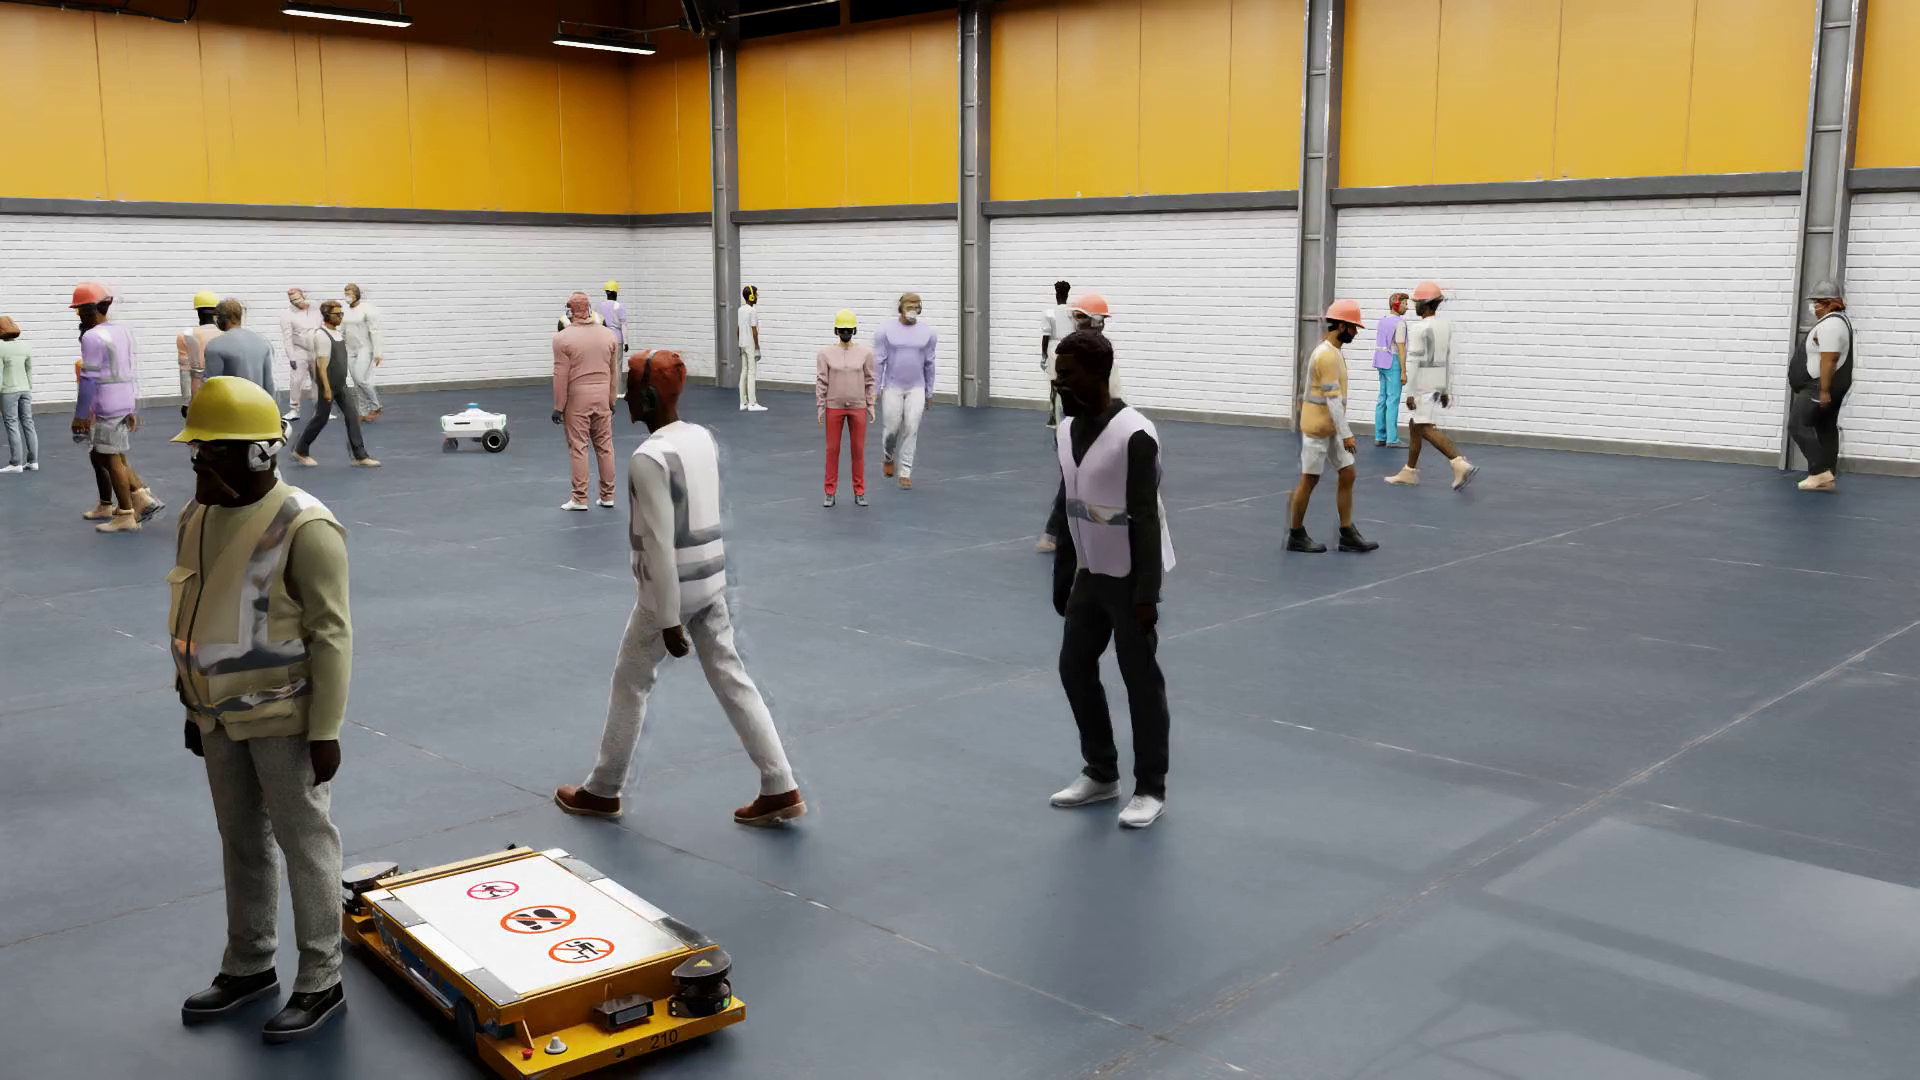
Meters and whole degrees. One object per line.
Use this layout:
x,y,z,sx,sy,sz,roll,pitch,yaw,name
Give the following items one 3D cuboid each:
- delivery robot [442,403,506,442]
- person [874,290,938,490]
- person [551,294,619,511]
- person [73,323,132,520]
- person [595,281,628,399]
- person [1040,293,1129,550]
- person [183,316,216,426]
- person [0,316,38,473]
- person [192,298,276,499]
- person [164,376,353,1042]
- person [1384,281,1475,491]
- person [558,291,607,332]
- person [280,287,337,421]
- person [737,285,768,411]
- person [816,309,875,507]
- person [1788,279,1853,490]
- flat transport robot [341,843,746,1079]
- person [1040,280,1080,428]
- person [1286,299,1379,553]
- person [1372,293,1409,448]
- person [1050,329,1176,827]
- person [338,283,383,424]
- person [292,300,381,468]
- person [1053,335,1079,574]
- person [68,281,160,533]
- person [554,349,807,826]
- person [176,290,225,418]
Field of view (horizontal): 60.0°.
-5.637,-1.342,19.295,0.707,0.478,0.477,-2,9,-11,delivery robot
-0.550,-1.460,16.150,0.661,1.915,0.616,-2,9,-13,person
-3.308,-1.203,14.625,0.636,1.902,0.404,-9,13,-43,person
-7.266,-1.017,14.092,0.319,1.701,0.576,2,9,13,person
-5.690,-3.275,27.242,0.587,1.927,0.367,3,10,20,person
0.984,-0.886,12.565,0.991,1.948,0.622,-5,10,-27,person
-9.555,-2.157,21.377,0.847,1.593,0.531,-5,10,-27,person
-9.887,-1.516,17.358,0.286,1.632,0.498,2,10,15,person
-6.101,-1.089,14.010,1.091,1.875,0.654,3,10,17,person
-1.943,0.464,4.598,0.591,1.834,0.404,5,11,29,person
4.551,-1.473,15.971,0.938,2.018,0.613,9,13,44,person
-4.818,-2.258,21.272,0.640,1.842,0.429,-4,10,-24,person
-9.128,-2.590,23.263,0.402,1.865,0.743,7,11,35,person
-3.147,-2.870,24.931,0.335,1.873,0.521,-7,11,-35,person
-1.013,-1.167,14.817,0.534,1.765,0.324,-1,9,-8,person
8.195,-1.477,15.865,0.538,2.000,0.687,7,12,38,person
-1.289,1.190,4.926,0.652,0.197,1.431,-7,12,-38,flat transport robot
1.364,-2.474,22.205,0.602,1.967,0.367,-2,9,-12,person
2.782,-0.816,12.250,0.806,1.891,0.542,4,10,24,person
5.112,-2.007,19.737,0.394,1.839,0.563,-2,10,-13,person
0.571,0.144,6.392,0.460,1.892,0.605,-5,10,-28,person
-8.211,-2.535,22.706,0.629,1.925,0.460,5,11,28,person
-6.721,-1.654,17.696,0.958,1.805,0.527,1,9,8,person
0.878,-0.595,11.534,0.409,1.676,0.546,1,9,8,person
-6.843,-1.046,13.299,0.446,2.020,0.605,-1,9,-9,person
-1.050,0.196,6.297,1.026,1.832,0.586,4,10,22,person
-6.859,-1.323,15.278,0.593,1.922,0.386,-8,12,-40,person
